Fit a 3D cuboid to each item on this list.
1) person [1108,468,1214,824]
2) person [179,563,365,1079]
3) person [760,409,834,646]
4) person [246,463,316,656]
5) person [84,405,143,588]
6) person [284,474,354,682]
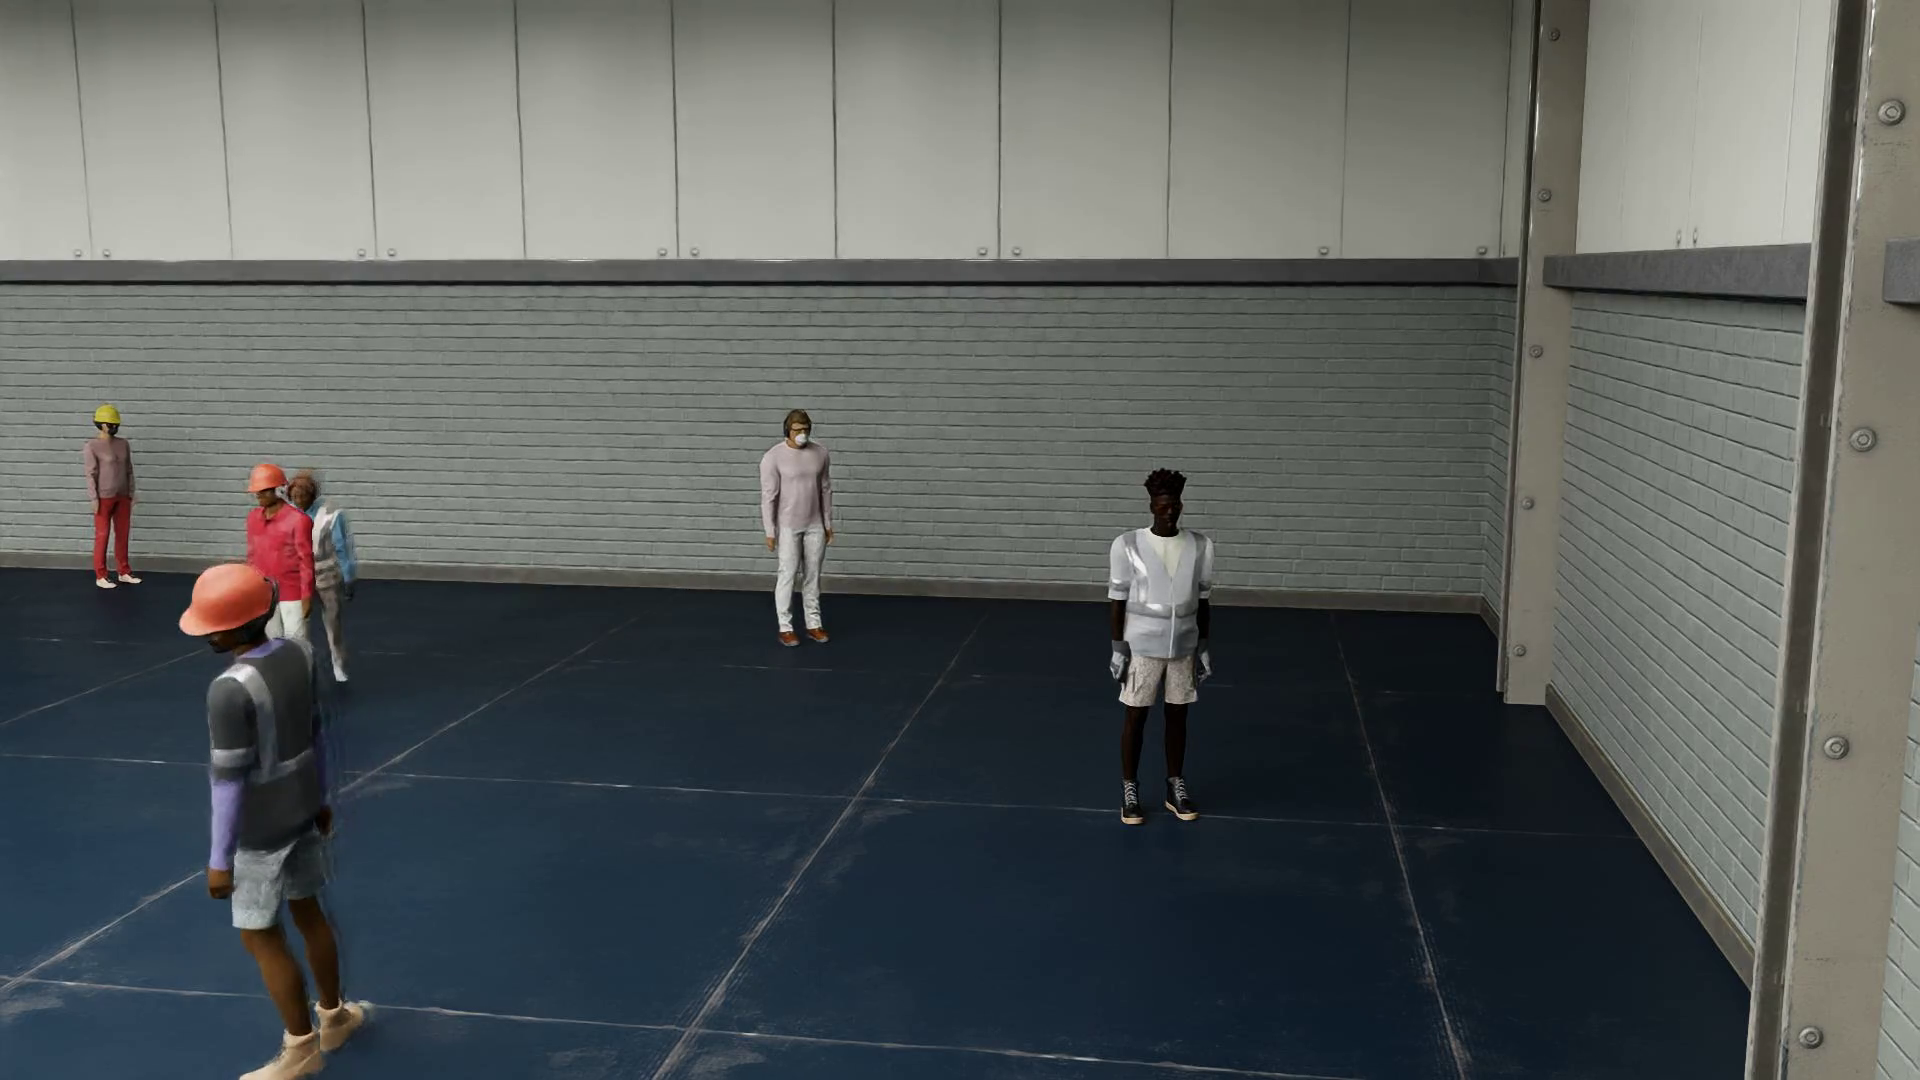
[{"bbox_3d":[1.109,0.579,9.155,0.605,1.966,0.367,-2,9,-13],"label":"person"},{"bbox_3d":[-2.554,1.044,6.230,0.355,2.007,0.788,1,9,7],"label":"person"},{"bbox_3d":[-1.310,-0.100,13.480,0.635,1.928,0.385,-7,11,-36],"label":"person"},{"bbox_3d":[-4.639,0.339,11.327,0.582,1.742,0.363,4,10,25],"label":"person"},{"bbox_3d":[-8.125,-0.418,15.951,0.336,1.757,0.517,3,10,18],"label":"person"},{"bbox_3d":[-4.648,0.312,11.947,0.572,1.588,0.886,-1,9,-8],"label":"person"}]
